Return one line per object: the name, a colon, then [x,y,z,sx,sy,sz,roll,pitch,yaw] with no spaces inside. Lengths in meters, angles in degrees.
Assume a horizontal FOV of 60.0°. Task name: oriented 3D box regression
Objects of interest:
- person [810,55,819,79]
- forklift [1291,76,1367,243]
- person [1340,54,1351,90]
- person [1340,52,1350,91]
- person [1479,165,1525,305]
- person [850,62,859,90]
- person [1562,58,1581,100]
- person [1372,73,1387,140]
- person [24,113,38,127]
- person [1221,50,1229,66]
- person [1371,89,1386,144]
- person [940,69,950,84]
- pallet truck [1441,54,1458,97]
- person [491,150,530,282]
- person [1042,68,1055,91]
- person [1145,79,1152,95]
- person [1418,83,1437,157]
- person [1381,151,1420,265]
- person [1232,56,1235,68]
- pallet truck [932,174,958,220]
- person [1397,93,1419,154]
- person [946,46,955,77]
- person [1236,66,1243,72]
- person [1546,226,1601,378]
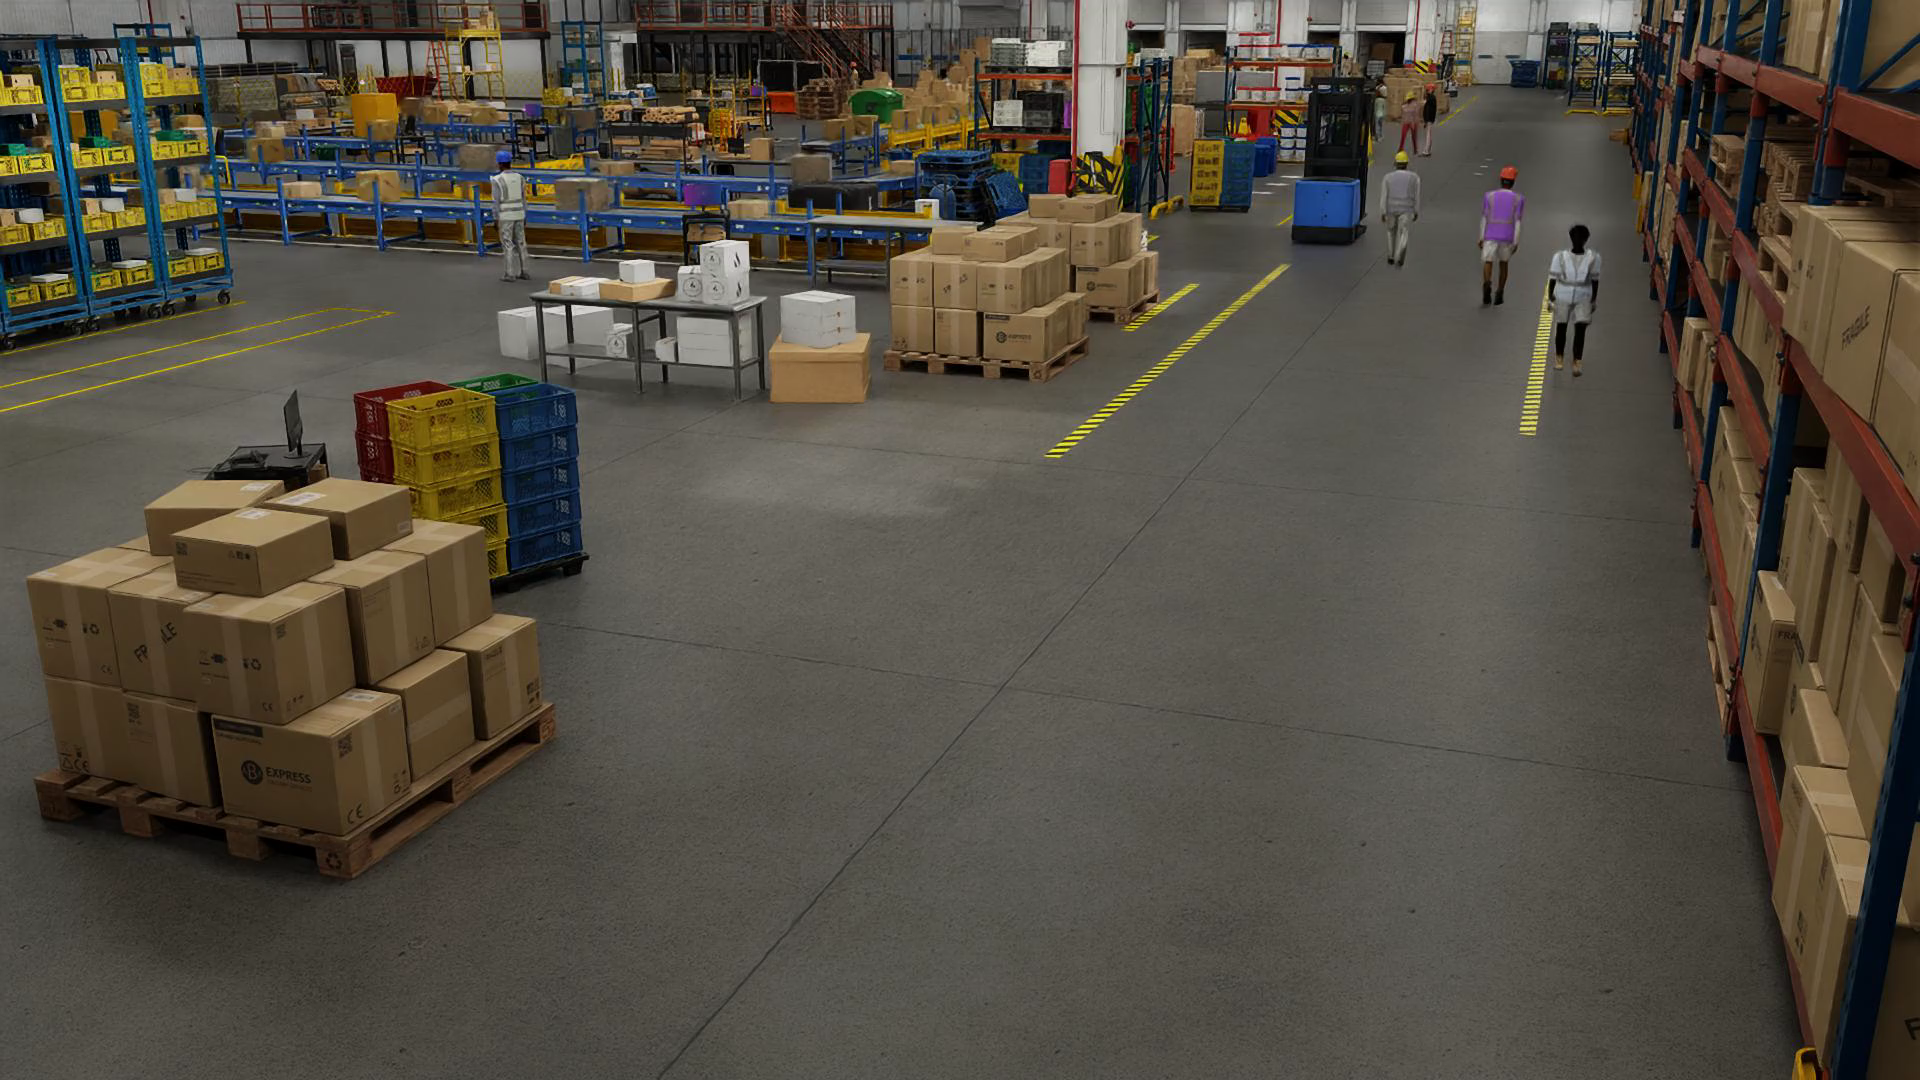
person: [-6.989,-22.395,80.169,0.601,1.861,0.581,9,20,26]
forklift: [6.598,-6.755,29.381,1.129,2.768,1.873,6,19,19]
person: [19.730,-24.005,85.270,0.624,1.844,0.429,5,18,14]
person: [19.627,-23.851,84.654,0.587,1.922,0.383,-11,21,-32]
person: [7.392,-4.154,22.771,0.556,1.919,0.649,7,19,21]
person: [-4.298,-18.435,67.609,0.362,1.939,0.542,-1,18,-2]
person: [27.719,-20.864,75.322,0.590,1.894,0.590,-16,24,-41]
person: [13.118,-13.675,52.486,0.536,2.000,0.677,-5,18,-17]
person: [-31.784,-14.919,56.605,0.642,1.913,0.409,-10,20,-27]
person: [13.876,-24.699,87.273,0.402,1.949,0.605,-9,20,-26]
person: [12.808,-12.982,50.990,0.516,1.615,0.360,-10,20,-30]
person: [-0.603,-16.278,60.895,0.953,1.898,0.625,0,18,0]
pallet truck: [22.765,-21.886,78.355,0.823,1.965,1.885,-4,18,-14]
person: [-6.743,-4.843,24.913,0.417,1.940,0.601,12,21,33]
person: [3.491,-17.755,65.683,0.981,1.818,0.523,16,24,41]
person: [6.406,-14.957,57.090,0.323,1.689,0.536,-11,21,-30]
person: [13.008,-11.639,46.158,0.371,1.997,0.622,9,20,26]
person: [6.964,-5.236,26.358,0.593,1.809,0.660,5,18,17]
person: [12.578,-21.429,77.063,0.829,1.919,0.634,-5,18,-14]
pallet truck: [-0.507,-5.292,27.348,0.653,1.274,1.630,6,19,19]
person: [12.724,-11.764,47.014,0.526,1.716,0.934,13,22,34]
person: [-0.515,-28.307,98.638,1.038,1.948,0.622,1,18,2]
person: [11.327,-18.529,67.948,0.586,1.907,0.448,9,20,26]
person: [6.795,-2.650,18.465,0.553,1.648,0.857,5,18,17]
